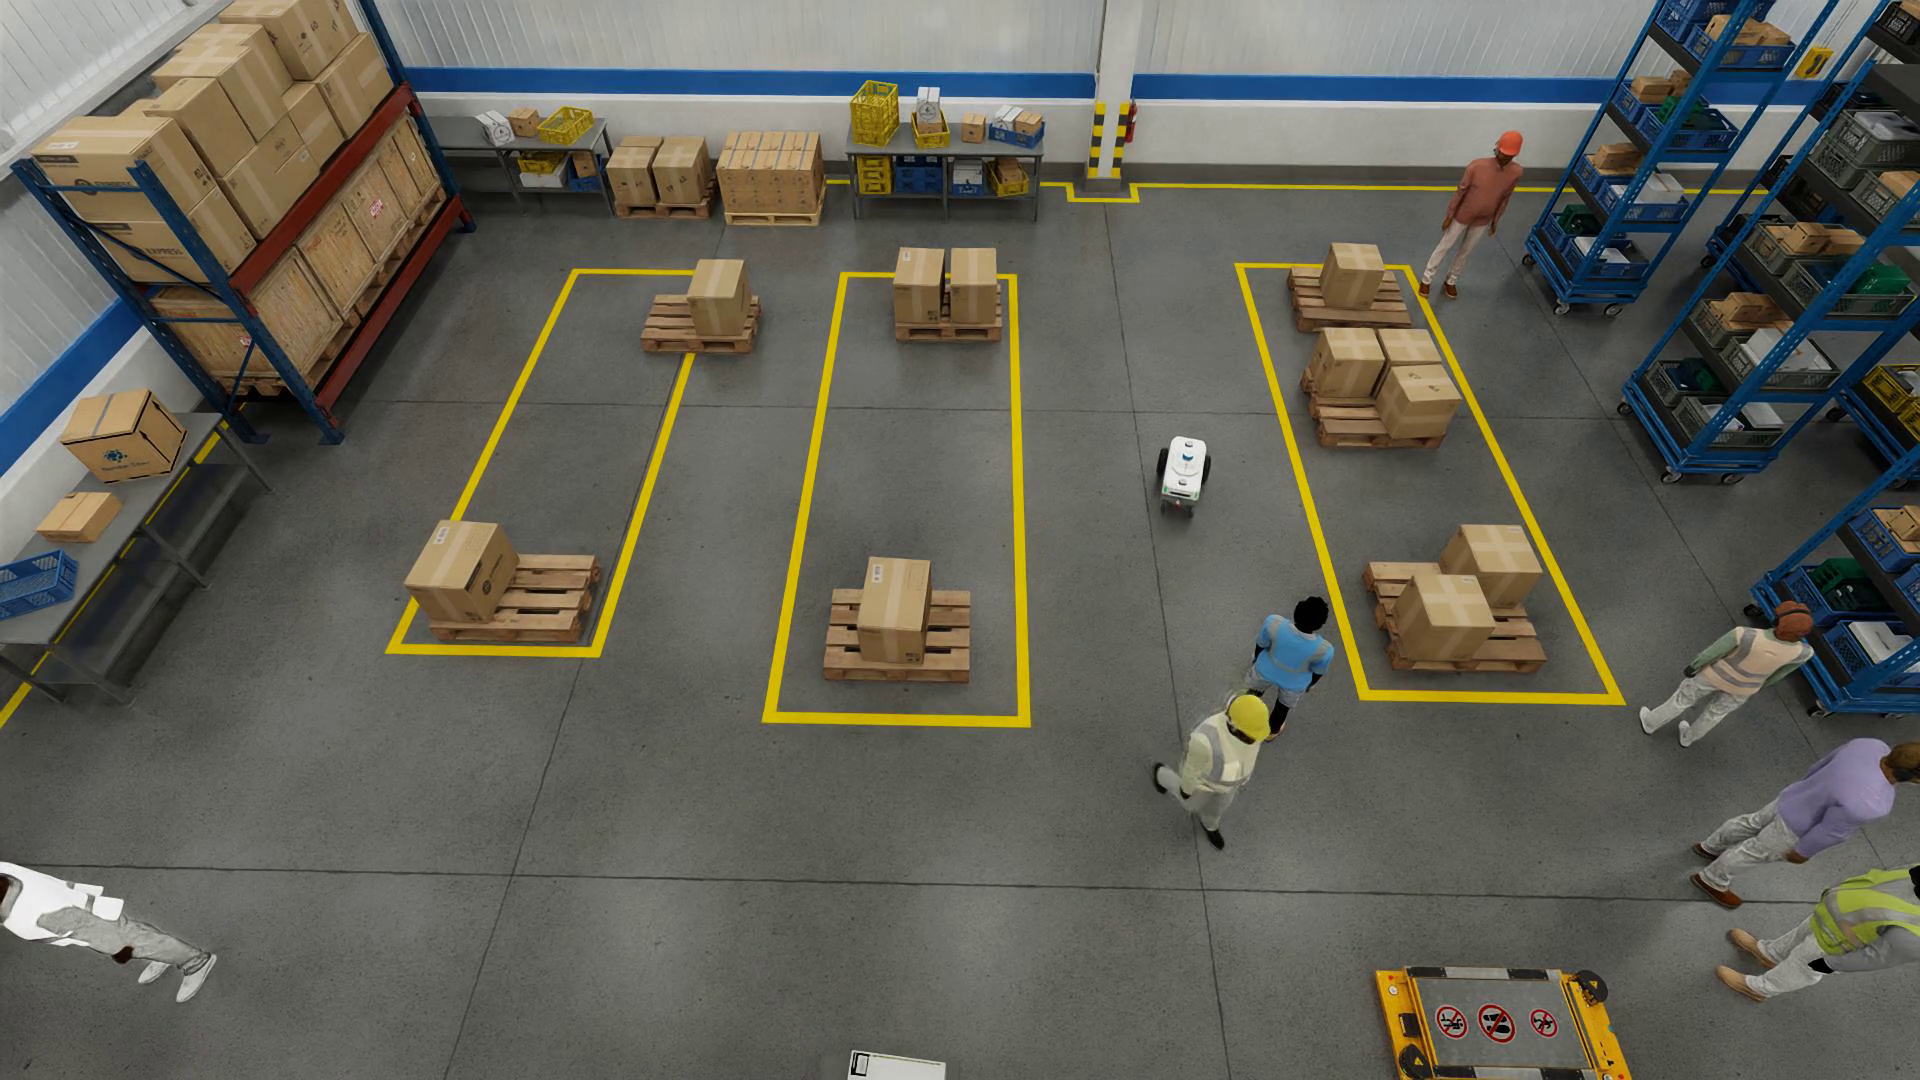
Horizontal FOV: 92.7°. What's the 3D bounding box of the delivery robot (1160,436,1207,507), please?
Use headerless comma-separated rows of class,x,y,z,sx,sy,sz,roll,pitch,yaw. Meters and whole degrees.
delivery robot,2.144,-0.663,8.768,0.477,0.478,0.707,12,52,10

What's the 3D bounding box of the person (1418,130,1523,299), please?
person,5.785,-3.639,10.330,0.609,1.996,0.379,5,51,4

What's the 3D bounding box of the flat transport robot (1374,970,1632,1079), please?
flat transport robot,3.501,3.133,5.914,1.431,0.197,0.652,1,51,1

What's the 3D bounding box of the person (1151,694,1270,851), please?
person,1.722,1.503,6.257,0.593,1.812,0.642,-19,53,-15

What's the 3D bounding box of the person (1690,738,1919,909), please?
person,5.480,1.797,5.935,0.376,1.940,0.627,29,56,21

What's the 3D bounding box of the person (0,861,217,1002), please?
person,-5.263,2.320,5.521,0.587,1.920,0.394,19,53,15

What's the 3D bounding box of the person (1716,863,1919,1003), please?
person,5.349,2.351,5.545,0.429,1.841,0.634,37,60,26

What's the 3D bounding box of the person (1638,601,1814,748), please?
person,5.664,1.016,6.770,0.517,1.633,0.312,20,53,15

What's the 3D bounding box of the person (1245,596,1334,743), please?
person,2.387,0.962,6.768,0.535,1.700,0.318,28,56,21
